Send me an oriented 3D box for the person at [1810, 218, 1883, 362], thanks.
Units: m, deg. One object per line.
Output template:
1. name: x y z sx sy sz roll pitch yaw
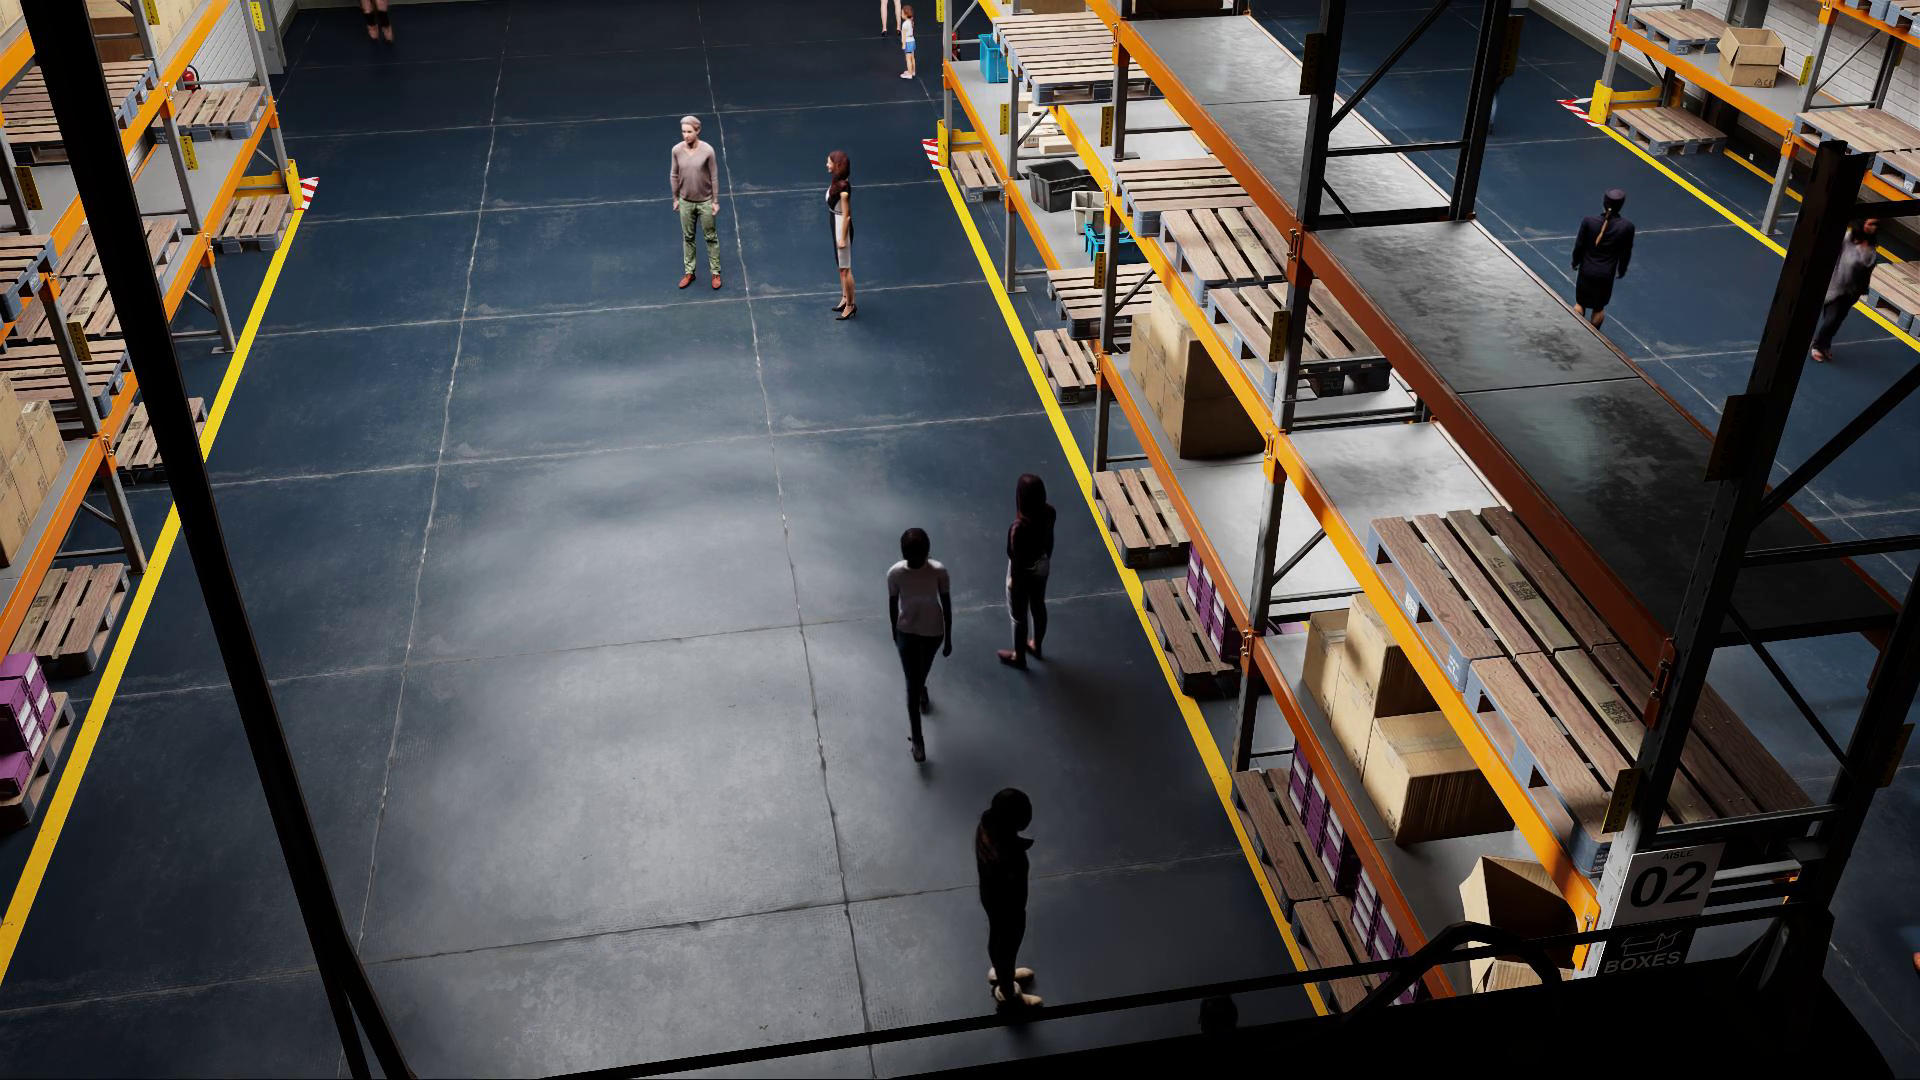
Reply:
1. person: 8.693 -2.569 16.433 0.640 1.601 0.641 -6 34 -9

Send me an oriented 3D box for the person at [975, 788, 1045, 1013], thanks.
1. person: 0.232 2.057 9.421 0.656 1.659 0.597 9 35 13

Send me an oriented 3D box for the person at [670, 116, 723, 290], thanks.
1. person: -2.812 -3.621 17.768 0.731 1.875 0.694 3 34 4

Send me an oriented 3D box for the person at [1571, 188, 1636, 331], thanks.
1. person: 6.338 -2.679 16.536 0.803 1.671 0.810 11 35 17

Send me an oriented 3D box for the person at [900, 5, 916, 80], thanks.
1. person: -0.735 -7.153 23.856 0.532 1.018 0.448 11 35 16

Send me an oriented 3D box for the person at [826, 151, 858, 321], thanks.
1. person: -1.218 -3.140 17.117 0.644 1.796 0.412 -6 34 -9

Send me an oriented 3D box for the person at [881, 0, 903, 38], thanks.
1. person: -1.066 -8.592 25.288 0.592 1.830 0.518 -3 34 -4

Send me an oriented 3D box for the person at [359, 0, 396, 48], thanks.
1. person: -8.871 -8.357 24.946 0.707 1.818 0.849 -7 34 -11

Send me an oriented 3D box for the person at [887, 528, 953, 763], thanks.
1. person: -0.273 0.607 11.595 0.584 1.668 1.156 -5 34 -7

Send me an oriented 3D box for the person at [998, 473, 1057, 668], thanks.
1. person: 0.496 0.220 12.232 0.724 1.608 0.686 27 42 34

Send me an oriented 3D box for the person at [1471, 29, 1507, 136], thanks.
1. person: 6.935 -6.123 21.750 0.657 1.634 0.630 -1 34 -2
